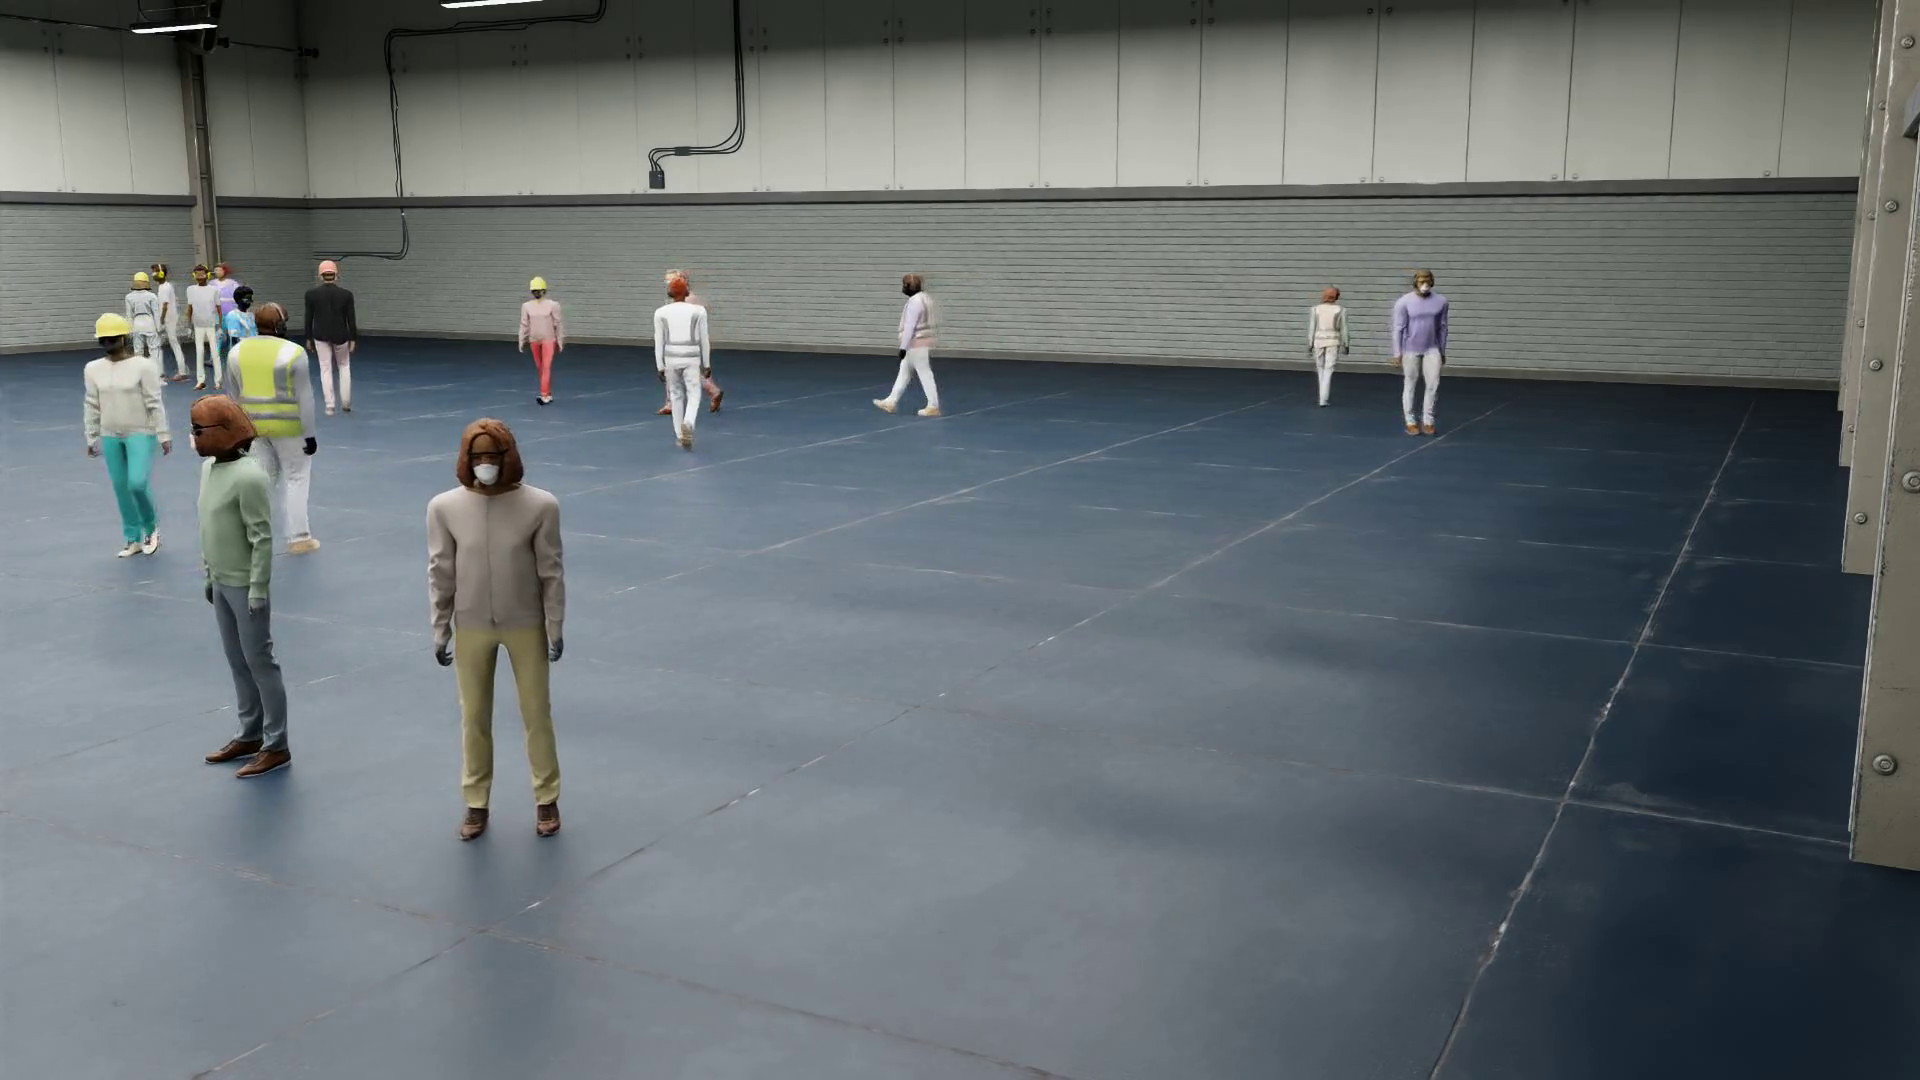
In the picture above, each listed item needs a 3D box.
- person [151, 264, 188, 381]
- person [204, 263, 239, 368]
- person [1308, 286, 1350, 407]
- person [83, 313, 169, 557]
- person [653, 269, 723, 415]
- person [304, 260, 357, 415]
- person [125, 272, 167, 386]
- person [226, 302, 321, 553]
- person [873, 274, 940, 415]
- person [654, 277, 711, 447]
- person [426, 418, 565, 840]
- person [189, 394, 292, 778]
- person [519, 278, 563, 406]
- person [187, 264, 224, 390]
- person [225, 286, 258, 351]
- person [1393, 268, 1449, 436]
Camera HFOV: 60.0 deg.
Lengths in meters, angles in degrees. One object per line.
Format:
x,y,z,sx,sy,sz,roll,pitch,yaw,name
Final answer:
-12.569,-3.401,26.118,0.760,1.842,0.546,-7,12,-32,person
-12.737,-3.854,28.680,0.599,1.803,0.908,2,11,8,person
5.016,-2.617,22.514,0.538,1.596,0.831,7,12,32,person
-5.940,-0.735,11.841,0.558,1.751,0.409,0,10,2,person
-3.504,-2.533,21.323,0.821,1.882,0.656,-6,12,-31,person
-8.142,-2.618,21.528,0.627,1.967,0.783,-4,11,-20,person
-12.431,-3.211,25.385,0.484,1.738,0.305,-1,10,-4,person
-4.926,-0.777,11.893,0.630,1.829,0.599,2,11,13,person
-0.679,-2.479,21.211,0.935,1.794,0.661,1,10,4,person
-2.994,-1.901,17.914,0.584,1.860,0.757,0,10,-1,person
-1.749,0.342,6.323,0.500,1.625,0.293,-1,10,-8,person
-3.093,0.193,7.100,0.505,1.631,0.278,10,14,43,person
-5.696,-2.680,22.521,0.552,1.714,0.907,1,10,5,person
-11.250,-3.166,24.778,0.510,1.871,0.328,-2,11,-10,person
-8.592,-2.200,19.991,0.320,1.692,0.531,0,10,2,person
5.269,-2.128,18.977,0.659,1.914,0.712,0,10,-2,person
